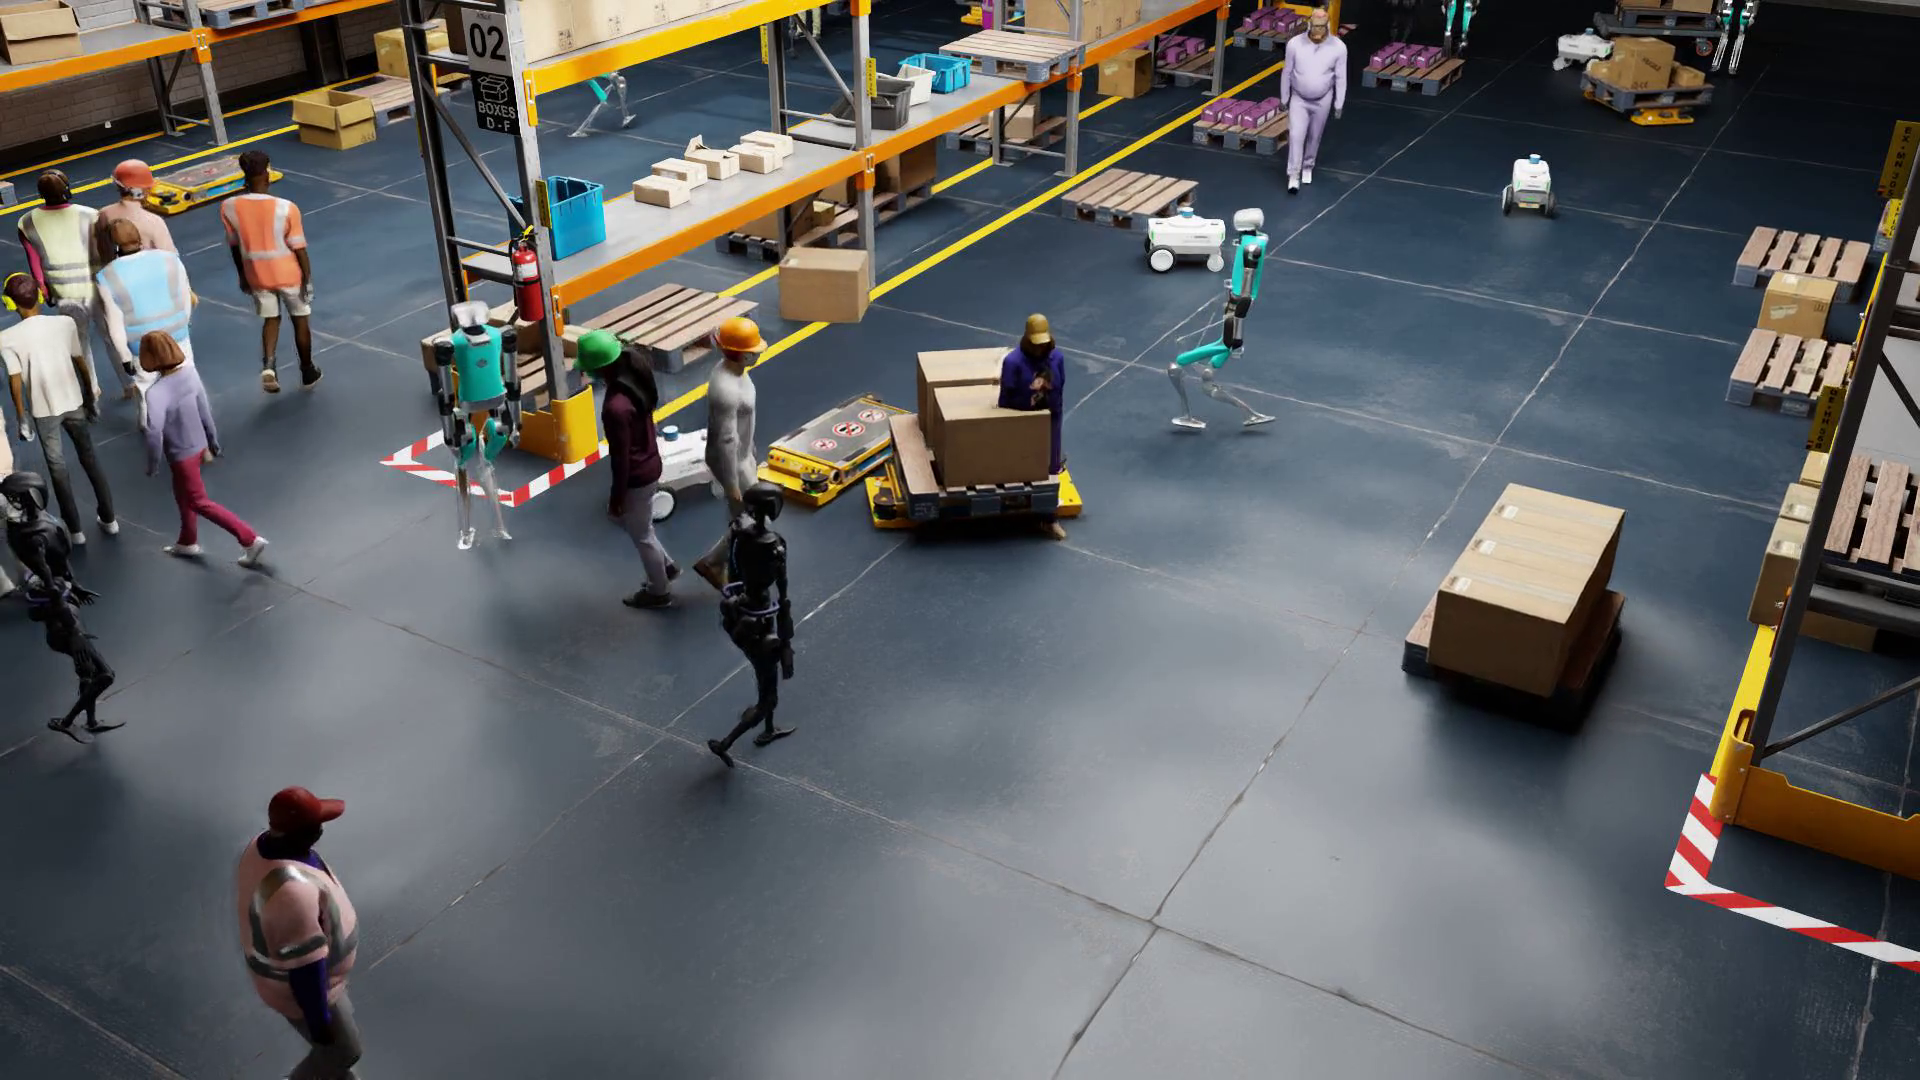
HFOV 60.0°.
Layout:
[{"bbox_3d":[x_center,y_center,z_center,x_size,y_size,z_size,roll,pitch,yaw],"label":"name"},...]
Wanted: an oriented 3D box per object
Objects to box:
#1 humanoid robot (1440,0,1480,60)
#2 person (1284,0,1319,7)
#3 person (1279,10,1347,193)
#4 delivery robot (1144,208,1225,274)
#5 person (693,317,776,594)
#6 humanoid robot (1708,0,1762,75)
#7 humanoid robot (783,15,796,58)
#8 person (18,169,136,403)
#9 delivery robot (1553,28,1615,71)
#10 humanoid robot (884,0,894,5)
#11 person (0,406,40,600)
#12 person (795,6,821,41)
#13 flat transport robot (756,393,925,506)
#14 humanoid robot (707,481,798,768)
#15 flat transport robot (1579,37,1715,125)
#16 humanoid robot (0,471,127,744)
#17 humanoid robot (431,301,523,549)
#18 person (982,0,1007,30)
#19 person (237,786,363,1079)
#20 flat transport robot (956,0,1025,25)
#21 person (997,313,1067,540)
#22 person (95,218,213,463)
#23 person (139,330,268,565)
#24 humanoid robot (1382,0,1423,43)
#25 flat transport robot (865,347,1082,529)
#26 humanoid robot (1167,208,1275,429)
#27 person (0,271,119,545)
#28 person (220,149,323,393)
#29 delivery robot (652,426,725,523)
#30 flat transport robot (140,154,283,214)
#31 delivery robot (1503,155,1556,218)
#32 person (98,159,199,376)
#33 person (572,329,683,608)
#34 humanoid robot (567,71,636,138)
[{"bbox_3d":[6.645,-7.068,21.966,0.575,1.769,0.903,5,30,9],"label":"humanoid robot"},{"bbox_3d":[5.259,-8.709,24.857,0.640,1.736,0.741,9,31,15],"label":"person"},{"bbox_3d":[3.686,-4.575,17.413,0.676,1.856,0.963,5,30,8],"label":"person"},{"bbox_3d":[2.112,-2.823,15.649,0.802,0.598,0.499,1,30,2],"label":"delivery robot"},{"bbox_3d":[-1.367,-0.491,10.179,0.482,1.871,0.605,0,29,0],"label":"person"},{"bbox_3d":[10.112,-6.918,21.551,0.533,1.677,0.735,16,33,27],"label":"humanoid robot"},{"bbox_3d":[-2.430,-7.438,22.694,0.610,1.625,0.700,-2,30,-3],"label":"humanoid robot"},{"bbox_3d":[-6.741,-1.937,12.771,0.623,1.844,0.429,-8,30,-14],"label":"person"},{"bbox_3d":[8.356,-6.500,22.145,0.768,0.591,0.499,23,36,34],"label":"delivery robot"},{"bbox_3d":[-1.218,-9.147,25.678,0.599,1.656,0.315,16,33,27],"label":"humanoid robot"},{"bbox_3d":[-5.982,-0.459,10.104,0.531,1.895,0.592,8,31,14],"label":"person"},{"bbox_3d":[-2.191,-7.981,23.549,0.562,1.751,0.340,15,33,25],"label":"person"},{"bbox_3d":[-0.851,-0.679,12.143,0.659,0.231,1.431,18,34,29],"label":"flat transport robot"},{"bbox_3d":[-1.139,0.446,8.740,0.570,1.638,0.610,-20,35,-32],"label":"humanoid robot"},{"bbox_3d":[8.336,-5.373,20.447,0.659,0.231,1.431,-5,30,-9],"label":"flat transport robot"},{"bbox_3d":[-4.811,0.362,8.875,0.393,1.648,0.587,-14,32,-23],"label":"humanoid robot"},{"bbox_3d":[-3.153,-0.762,10.829,0.538,1.802,0.768,-17,34,-28],"label":"humanoid robot"},{"bbox_3d":[0.418,-6.377,20.617,0.329,1.846,0.526,2,30,4],"label":"person"},{"bbox_3d":[-2.563,1.696,6.457,0.597,1.726,0.644,-12,32,-21],"label":"person"},{"bbox_3d":[0.675,-7.977,25.054,0.659,0.231,1.431,18,34,28],"label":"flat transport robot"},{"bbox_3d":[0.427,-0.825,11.053,0.498,1.591,0.713,-11,31,-19],"label":"person"},{"bbox_3d":[-5.808,-1.460,11.980,0.629,1.796,0.939,-22,36,-34],"label":"person"},{"bbox_3d":[-4.890,-0.565,10.589,0.751,1.603,0.497,2,30,3],"label":"person"},{"bbox_3d":[6.043,-7.447,22.692,0.587,1.647,0.438,15,33,25],"label":"humanoid robot"},{"bbox_3d":[0.083,-0.352,11.565,1.431,0.231,0.659,-4,30,-8],"label":"flat transport robot"},{"bbox_3d":[1.888,-1.581,12.256,0.985,1.744,0.563,4,30,7],"label":"humanoid robot"},{"bbox_3d":[-5.893,-0.851,10.839,0.345,1.858,0.511,23,37,35],"label":"person"},{"bbox_3d":[-5.298,-2.027,12.824,0.612,1.943,0.573,-1,30,-2],"label":"person"},{"bbox_3d":[-2.004,-0.486,11.531,0.812,0.614,0.499,-19,34,-30],"label":"delivery robot"},{"bbox_3d":[-7.990,-3.778,17.624,0.659,0.231,1.431,16,33,26],"label":"flat transport robot"},{"bbox_3d":[5.867,-3.641,17.107,0.502,0.610,0.782,7,30,13],"label":"delivery robot"},{"bbox_3d":[-6.114,-1.915,12.606,0.607,1.962,0.580,15,33,25],"label":"person"},{"bbox_3d":[-1.985,-0.407,9.982,0.463,1.918,0.549,0,29,-1],"label":"person"},{"bbox_3d":[-4.139,-5.573,19.344,0.999,1.778,0.531,-14,32,-23],"label":"humanoid robot"}]
